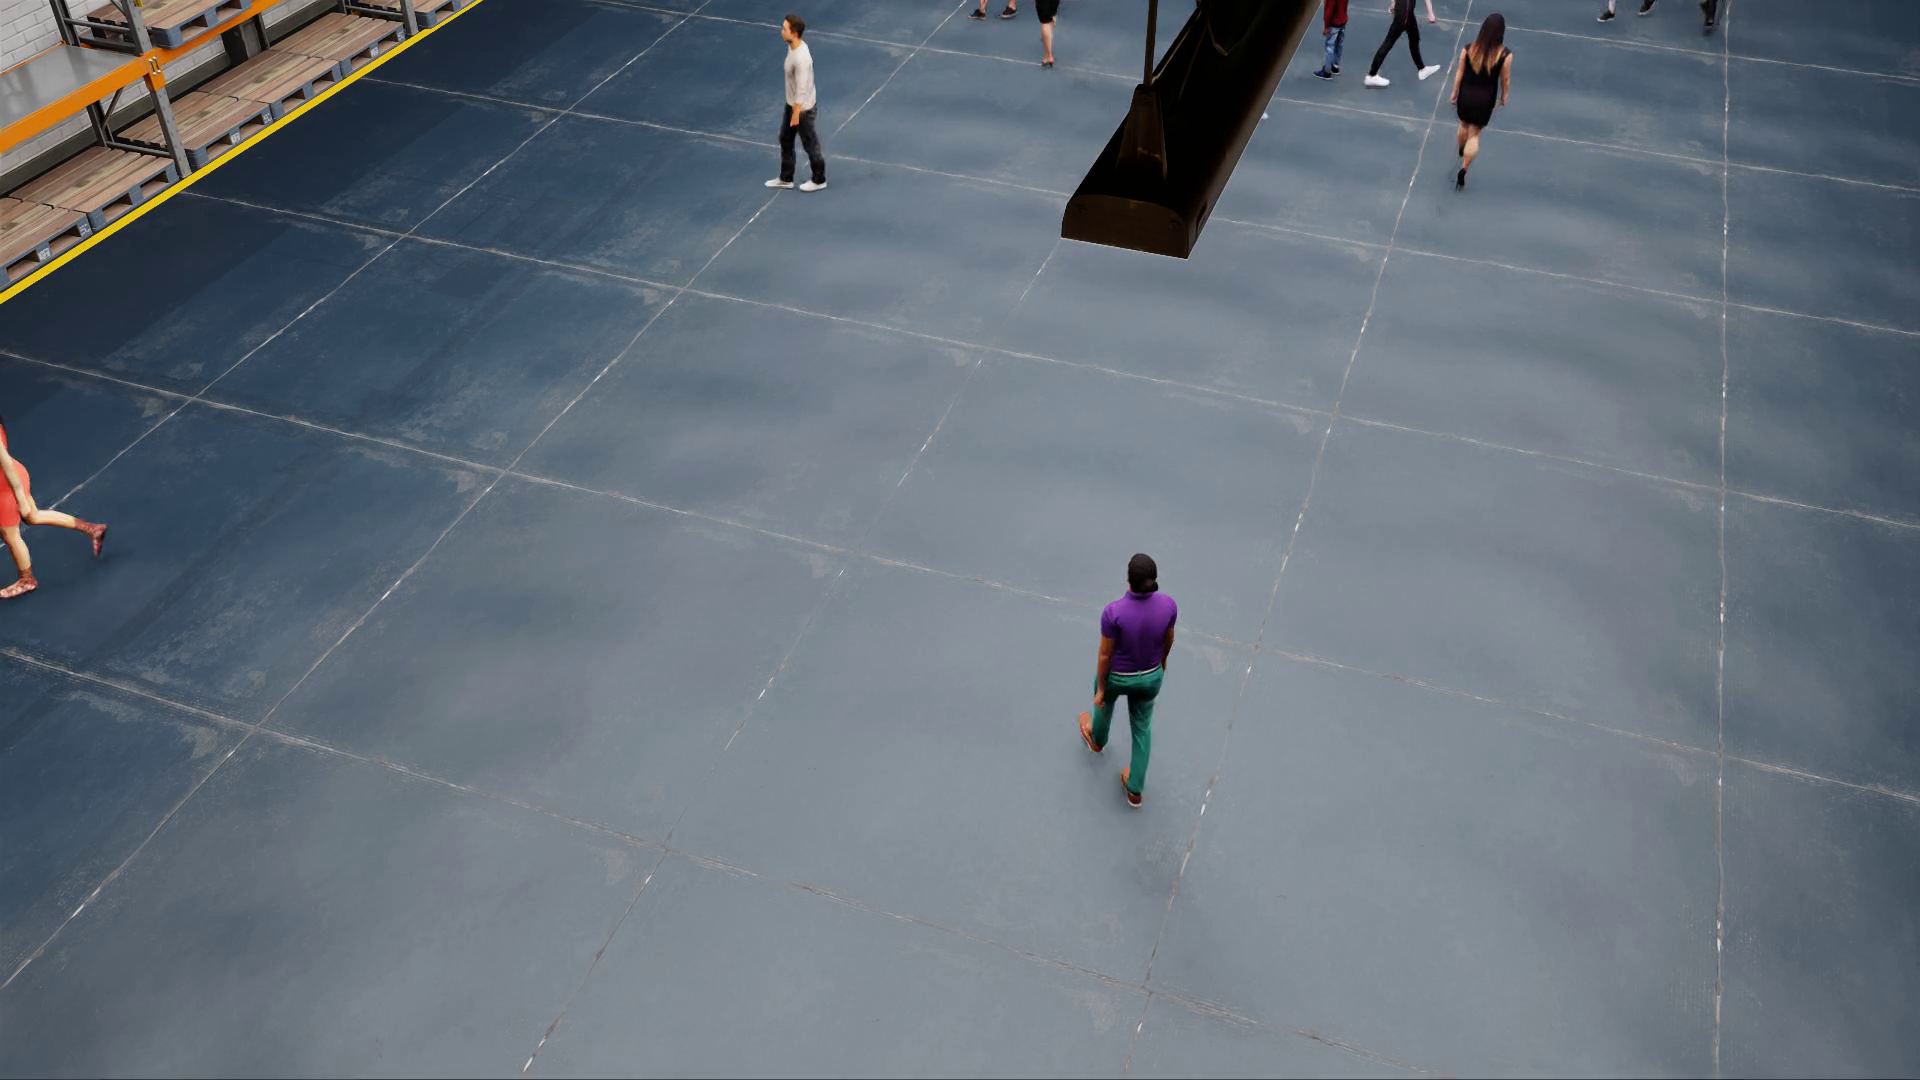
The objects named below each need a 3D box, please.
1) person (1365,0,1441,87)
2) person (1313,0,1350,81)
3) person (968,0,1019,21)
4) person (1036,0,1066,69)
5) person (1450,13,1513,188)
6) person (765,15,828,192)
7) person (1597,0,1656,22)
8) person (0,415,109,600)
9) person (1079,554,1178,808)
[{"bbox_3d":[4.767,-5.788,18.217,1.062,1.706,1.137,-5,39,-6],"label":"person"},{"bbox_3d":[4.214,-5.795,18.588,0.633,1.254,0.529,31,48,33],"label":"person"},{"bbox_3d":[0.550,-6.987,19.860,0.814,1.528,1.006,32,48,33],"label":"person"},{"bbox_3d":[1.013,-6.149,18.676,0.943,1.698,1.103,-10,40,-12],"label":"person"},{"bbox_3d":[5.063,-4.268,16.332,0.710,1.683,0.989,15,41,18],"label":"person"},{"bbox_3d":[-1.459,-4.243,16.208,0.991,1.799,0.946,-12,40,-14],"label":"person"},{"bbox_3d":[8.121,-7.025,19.774,1.108,1.697,0.952,-22,43,-25],"label":"person"},{"bbox_3d":[-6.458,-0.390,11.464,1.128,1.699,0.970,-24,45,-27],"label":"person"},{"bbox_3d":[1.041,0.875,9.847,0.980,1.739,1.123,-8,39,-10],"label":"person"}]
